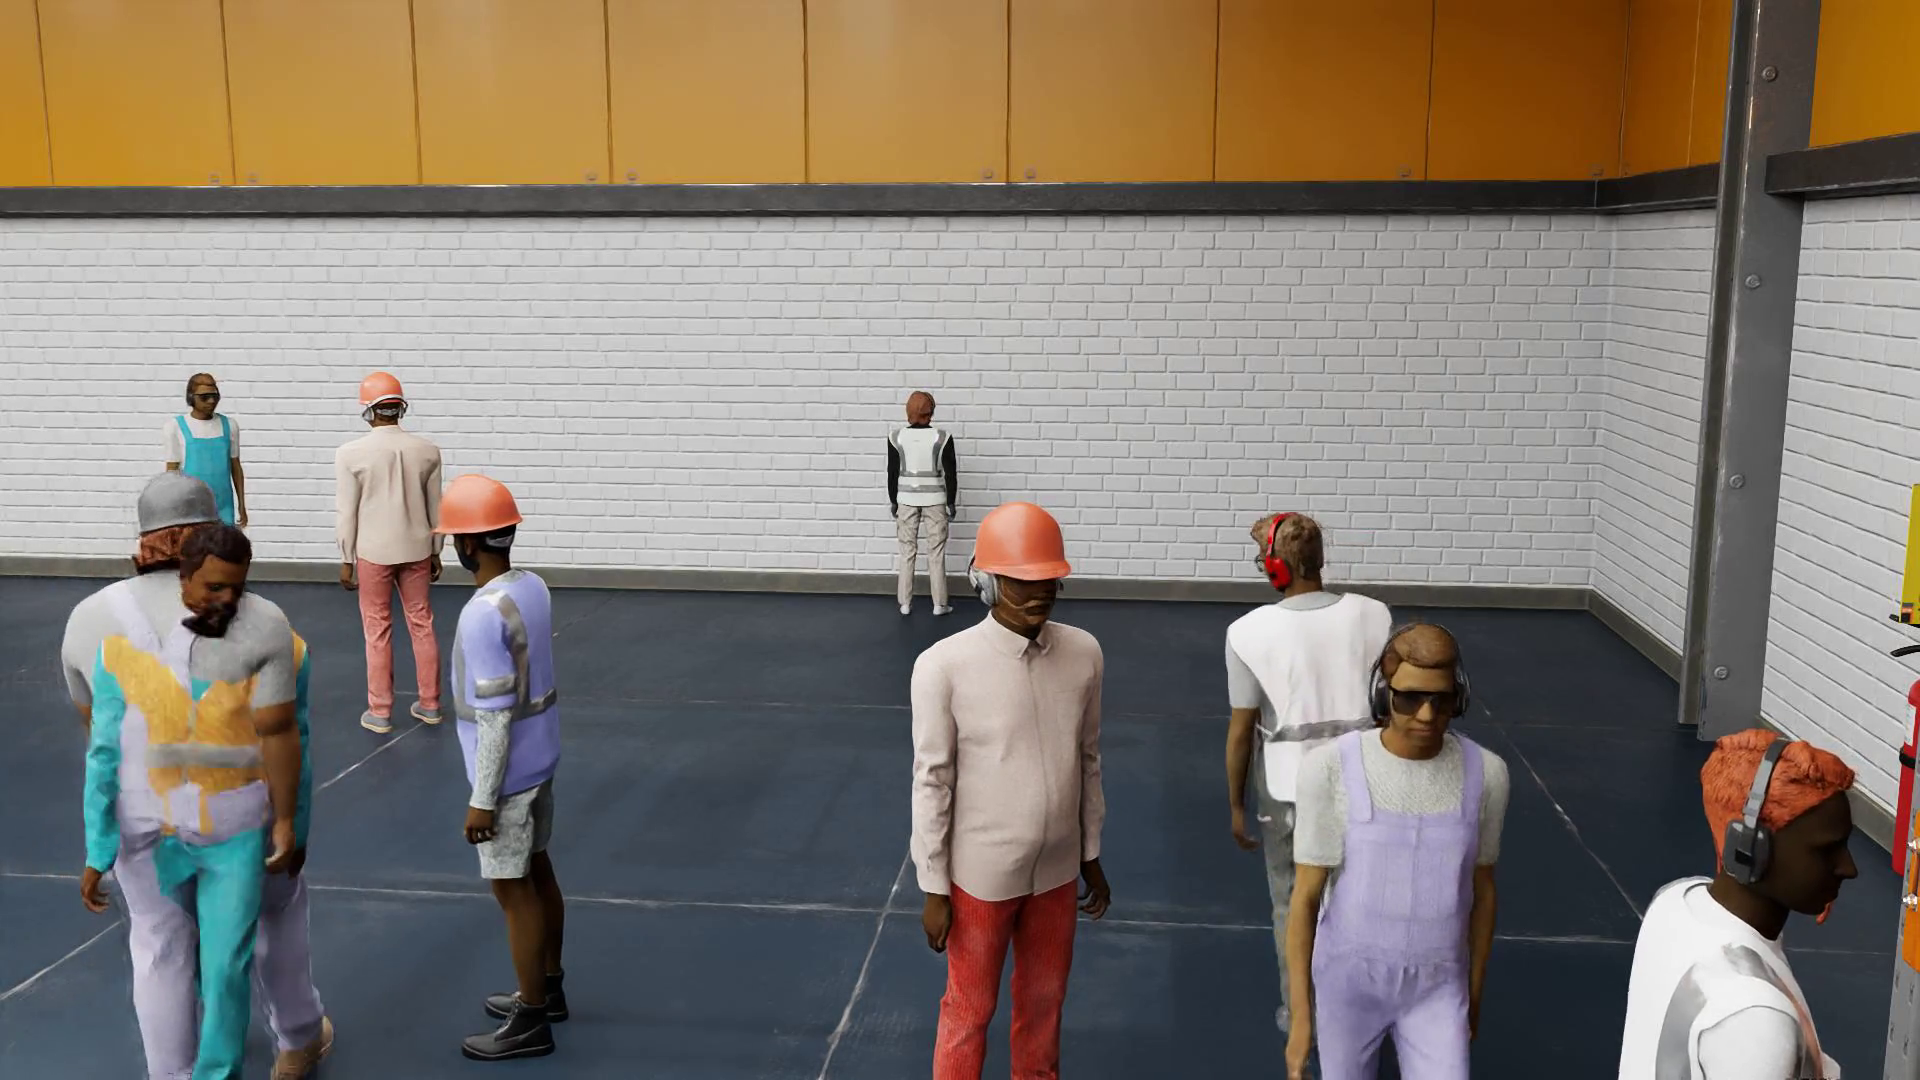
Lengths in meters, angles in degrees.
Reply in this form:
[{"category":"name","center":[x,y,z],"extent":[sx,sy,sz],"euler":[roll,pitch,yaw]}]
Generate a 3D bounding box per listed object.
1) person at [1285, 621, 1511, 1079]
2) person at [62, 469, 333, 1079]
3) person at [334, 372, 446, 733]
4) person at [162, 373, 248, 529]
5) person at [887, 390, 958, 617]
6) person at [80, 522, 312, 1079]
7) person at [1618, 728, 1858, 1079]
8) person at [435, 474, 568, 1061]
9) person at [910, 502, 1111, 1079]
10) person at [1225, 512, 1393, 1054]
[{"category":"person","center":[1.004,1.091,3.825],"extent":[0.534,1.813,0.853],"euler":[1,10,3]},{"category":"person","center":[-2.314,0.745,5.145],"extent":[0.683,2.000,0.804],"euler":[-1,10,-4]},{"category":"person","center":[-3.147,0.066,9.211],"extent":[0.608,1.987,0.403],"euler":[-9,14,-43]},{"category":"person","center":[-5.115,-0.220,11.294],"extent":[0.364,1.834,0.520],"euler":[9,14,43]},{"category":"person","center":[-0.272,-0.256,12.015],"extent":[0.514,1.645,0.307],"euler":[2,10,10]},{"category":"person","center":[-2.257,0.852,5.021],"extent":[0.617,1.874,0.933],"euler":[-2,10,-12]},{"category":"person","center":[1.257,1.237,2.789],"extent":[0.357,1.881,0.574],"euler":[2,10,12]},{"category":"person","center":[-1.509,0.744,5.458],"extent":[0.376,1.934,0.547],"euler":[1,10,3]},{"category":"person","center":[0.149,0.881,4.501],"extent":[0.615,1.994,0.381],"euler":[-7,12,-33]},{"category":"person","center":[1.146,0.823,5.324],"extent":[0.615,1.820,0.553],"euler":[-2,10,-9]}]
